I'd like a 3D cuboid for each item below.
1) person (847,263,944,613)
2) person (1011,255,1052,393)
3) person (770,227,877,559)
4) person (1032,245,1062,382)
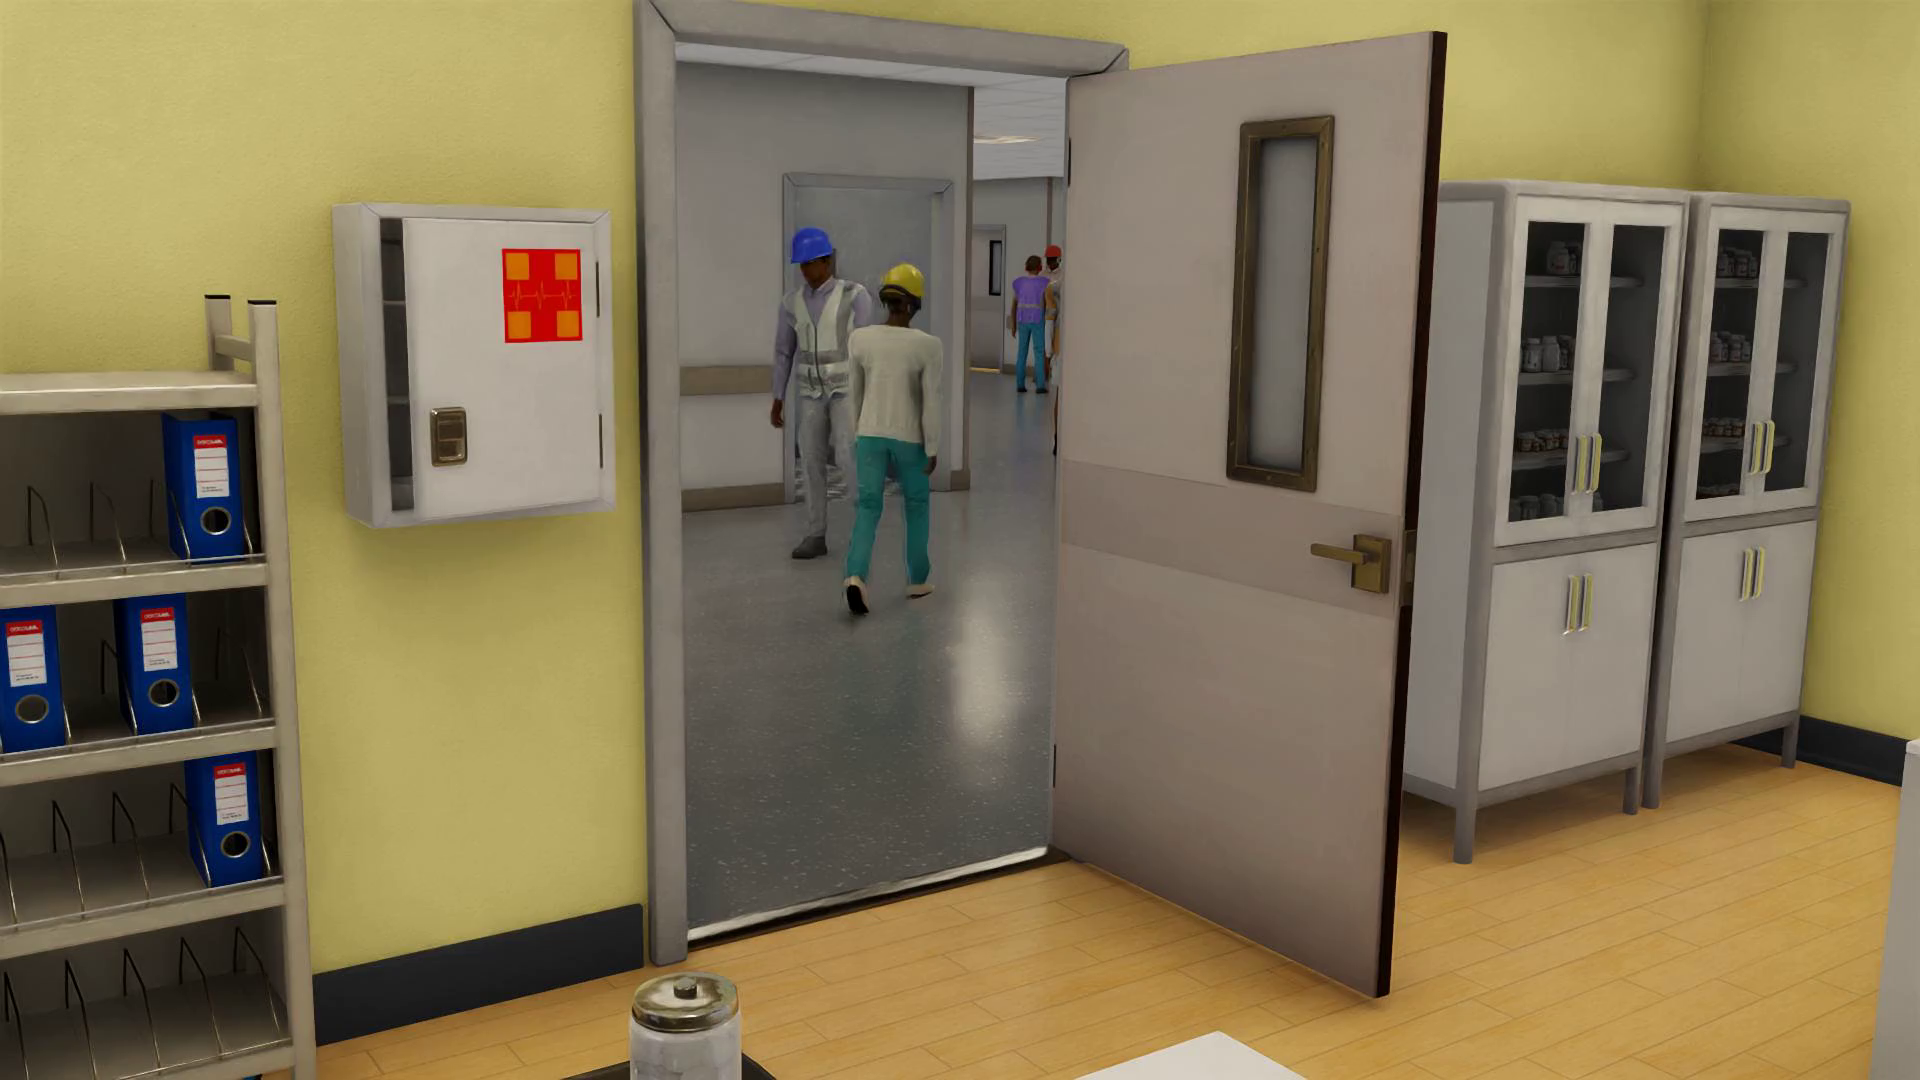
[{"bbox_3d":[-0.345,-0.513,8.322,0.521,1.732,0.834,3,10,13],"label":"person"},{"bbox_3d":[0.958,-2.875,22.214,0.579,1.841,0.376,5,10,22],"label":"person"},{"bbox_3d":[-0.755,-0.850,9.732,0.671,1.929,0.656,6,11,27],"label":"person"},{"bbox_3d":[1.354,-3.273,24.171,0.613,1.995,0.391,8,12,37],"label":"person"}]
